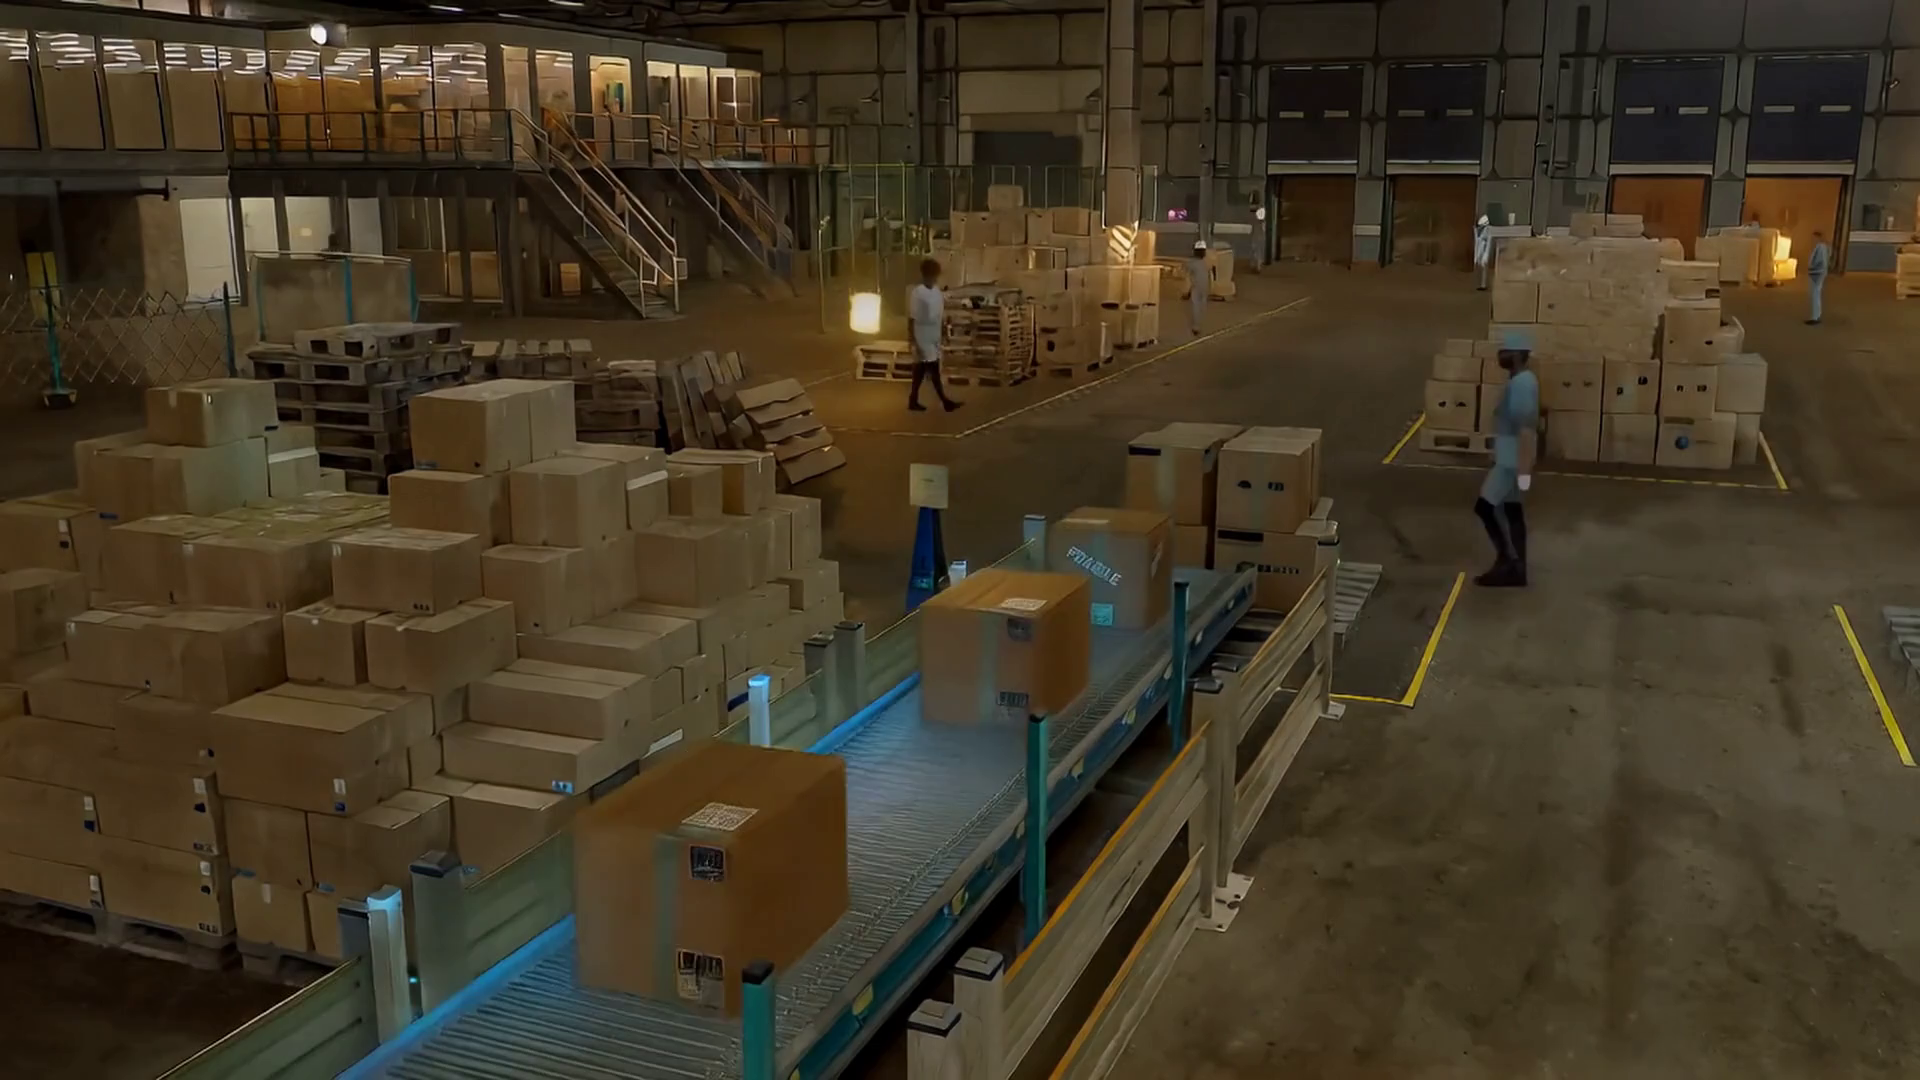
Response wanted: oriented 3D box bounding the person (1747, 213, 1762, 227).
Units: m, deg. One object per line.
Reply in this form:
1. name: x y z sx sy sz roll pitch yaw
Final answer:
1. person: 21.814 -8.067 45.719 0.429 1.842 0.636 2 13 9

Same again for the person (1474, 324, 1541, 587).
1. person: 3.951 -0.593 12.022 0.505 1.919 0.554 5 14 23

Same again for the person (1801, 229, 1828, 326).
1. person: 16.654 -5.087 32.274 0.396 1.880 0.610 5 14 22

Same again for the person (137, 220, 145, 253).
1. person: -22.003 -7.805 44.521 0.526 1.851 0.792 2 13 10

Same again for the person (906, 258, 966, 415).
1. person: -0.291 -2.498 20.545 0.960 1.919 0.635 7 14 28

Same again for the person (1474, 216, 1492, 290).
1. person: 13.252 -7.269 42.091 0.328 1.865 0.519 9 15 35

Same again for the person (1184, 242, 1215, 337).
1. person: 4.366 -4.545 30.210 0.507 1.719 0.702 -4 13 -17

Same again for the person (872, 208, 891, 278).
1. person: -2.210 -8.338 46.718 0.543 1.939 0.356 3 13 15

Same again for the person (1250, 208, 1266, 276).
1. person: 8.549 -8.485 47.408 0.598 1.927 0.609 5 14 23

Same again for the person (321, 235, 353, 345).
1. person: -10.704 -4.253 28.487 0.768 1.891 0.635 9 16 36
